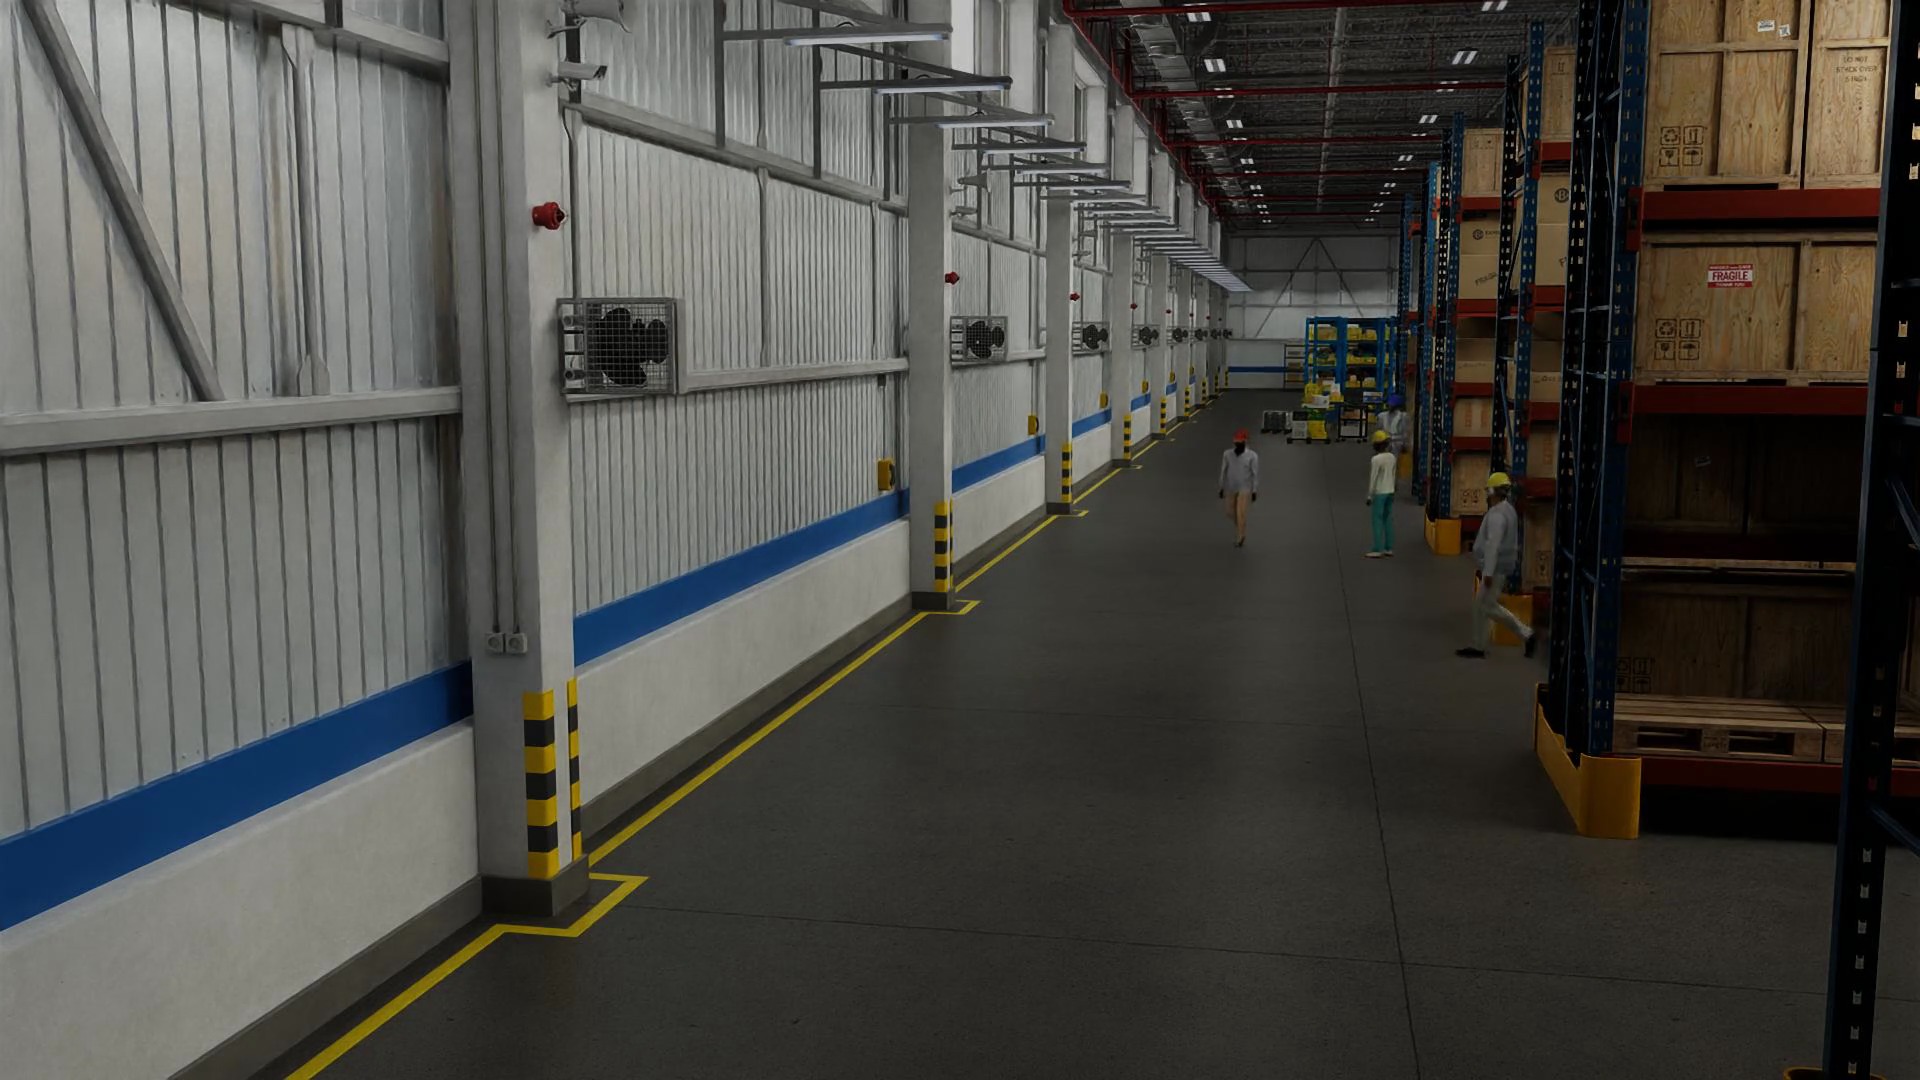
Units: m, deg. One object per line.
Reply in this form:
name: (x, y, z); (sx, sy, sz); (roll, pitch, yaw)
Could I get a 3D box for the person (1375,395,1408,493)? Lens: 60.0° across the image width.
person: (8.231, -1.818, 31.821); (0.667, 1.901, 0.803); (5, 9, 34)

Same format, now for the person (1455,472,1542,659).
person: (5.102, 0.261, 15.654); (0.731, 1.788, 0.620); (4, 8, 26)

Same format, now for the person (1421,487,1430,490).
person: (9.182, -1.801, 32.438); (0.403, 1.702, 0.577); (0, 7, -3)

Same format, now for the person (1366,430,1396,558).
person: (5.790, -0.631, 22.864); (0.530, 1.767, 0.329); (-7, 10, -43)

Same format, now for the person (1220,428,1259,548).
person: (4.068, -0.767, 24.072); (0.577, 1.732, 0.534); (5, 9, 33)
